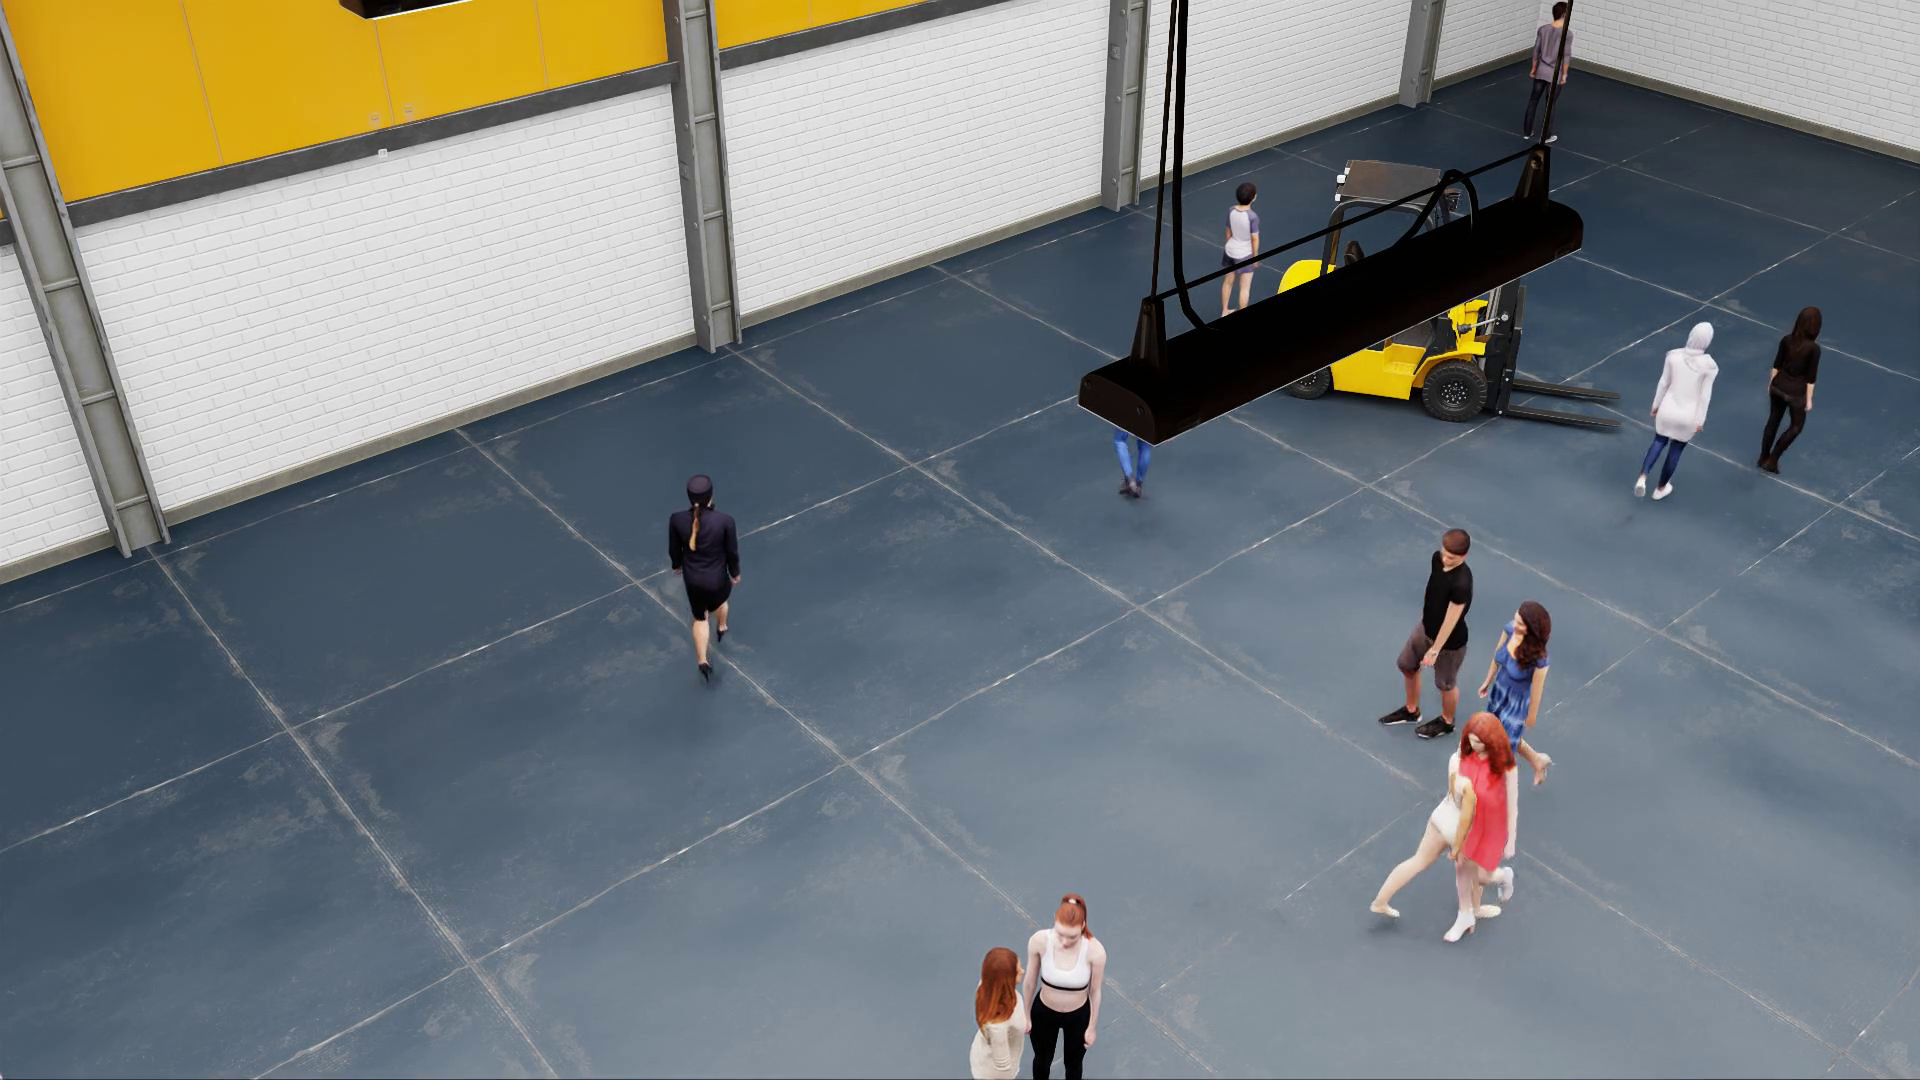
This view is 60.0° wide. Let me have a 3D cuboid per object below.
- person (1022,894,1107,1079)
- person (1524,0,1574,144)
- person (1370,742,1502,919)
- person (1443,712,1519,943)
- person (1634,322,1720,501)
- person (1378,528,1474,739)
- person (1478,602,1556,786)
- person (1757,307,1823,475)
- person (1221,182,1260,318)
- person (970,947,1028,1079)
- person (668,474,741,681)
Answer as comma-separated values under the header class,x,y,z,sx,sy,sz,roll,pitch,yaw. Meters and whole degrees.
class,x,y,z,sx,sy,sz,roll,pitch,yaw
person,0.561,2.605,9.136,0.672,1.749,0.712,6,34,9
person,7.958,-6.322,22.473,0.688,1.851,0.562,29,43,36
person,3.014,1.823,10.445,1.142,1.603,0.884,-6,34,-9
person,3.295,1.751,10.376,0.842,1.798,0.643,-28,42,-35
person,6.301,-1.077,14.661,0.660,1.764,0.854,28,43,35
person,3.561,0.668,11.978,0.927,1.828,0.871,-8,34,-12
person,3.783,1.141,11.311,1.184,1.780,0.987,-7,34,-10
person,7.536,-1.338,15.169,0.693,1.636,0.675,-19,38,-26
person,3.020,-3.102,17.888,0.532,1.565,0.569,-28,42,-35
person,0.179,2.800,8.877,0.712,1.711,0.695,-4,34,-6
person,-1.957,0.312,12.686,1.108,1.638,1.135,0,34,0
